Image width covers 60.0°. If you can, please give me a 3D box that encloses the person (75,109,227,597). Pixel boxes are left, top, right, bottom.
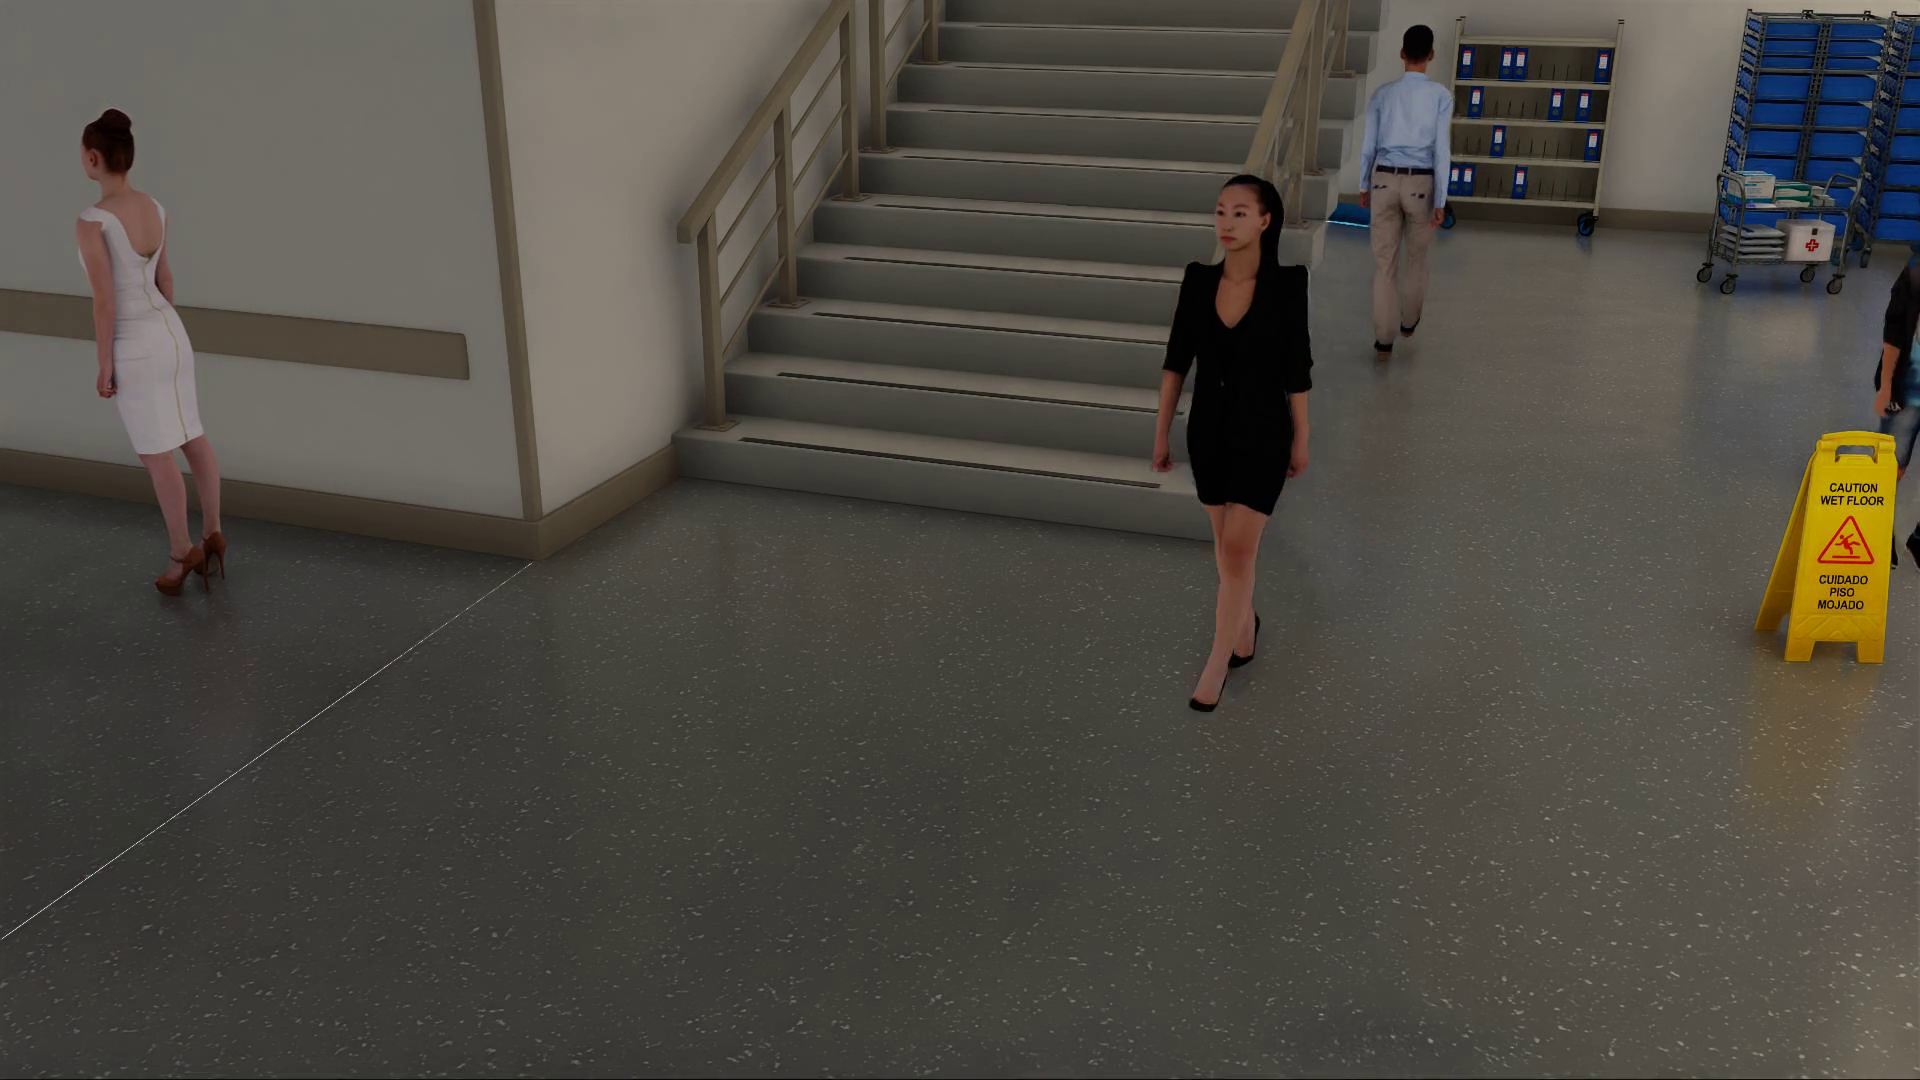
[{"bbox_3d":[-2.965,-0.661,6.089,0.635,1.791,0.443,6,21,15],"label":"person"}]

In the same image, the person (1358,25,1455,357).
[{"bbox_3d":[2.497,-1.926,9.404,0.688,1.809,1.062,6,21,14],"label":"person"}]

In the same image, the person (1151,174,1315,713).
[{"bbox_3d":[0.927,-0.318,5.359,0.748,1.667,0.967,13,24,30],"label":"person"}]

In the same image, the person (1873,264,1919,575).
[{"bbox_3d":[3.699,-0.591,6.403,0.534,1.436,0.549,7,22,17],"label":"person"}]
